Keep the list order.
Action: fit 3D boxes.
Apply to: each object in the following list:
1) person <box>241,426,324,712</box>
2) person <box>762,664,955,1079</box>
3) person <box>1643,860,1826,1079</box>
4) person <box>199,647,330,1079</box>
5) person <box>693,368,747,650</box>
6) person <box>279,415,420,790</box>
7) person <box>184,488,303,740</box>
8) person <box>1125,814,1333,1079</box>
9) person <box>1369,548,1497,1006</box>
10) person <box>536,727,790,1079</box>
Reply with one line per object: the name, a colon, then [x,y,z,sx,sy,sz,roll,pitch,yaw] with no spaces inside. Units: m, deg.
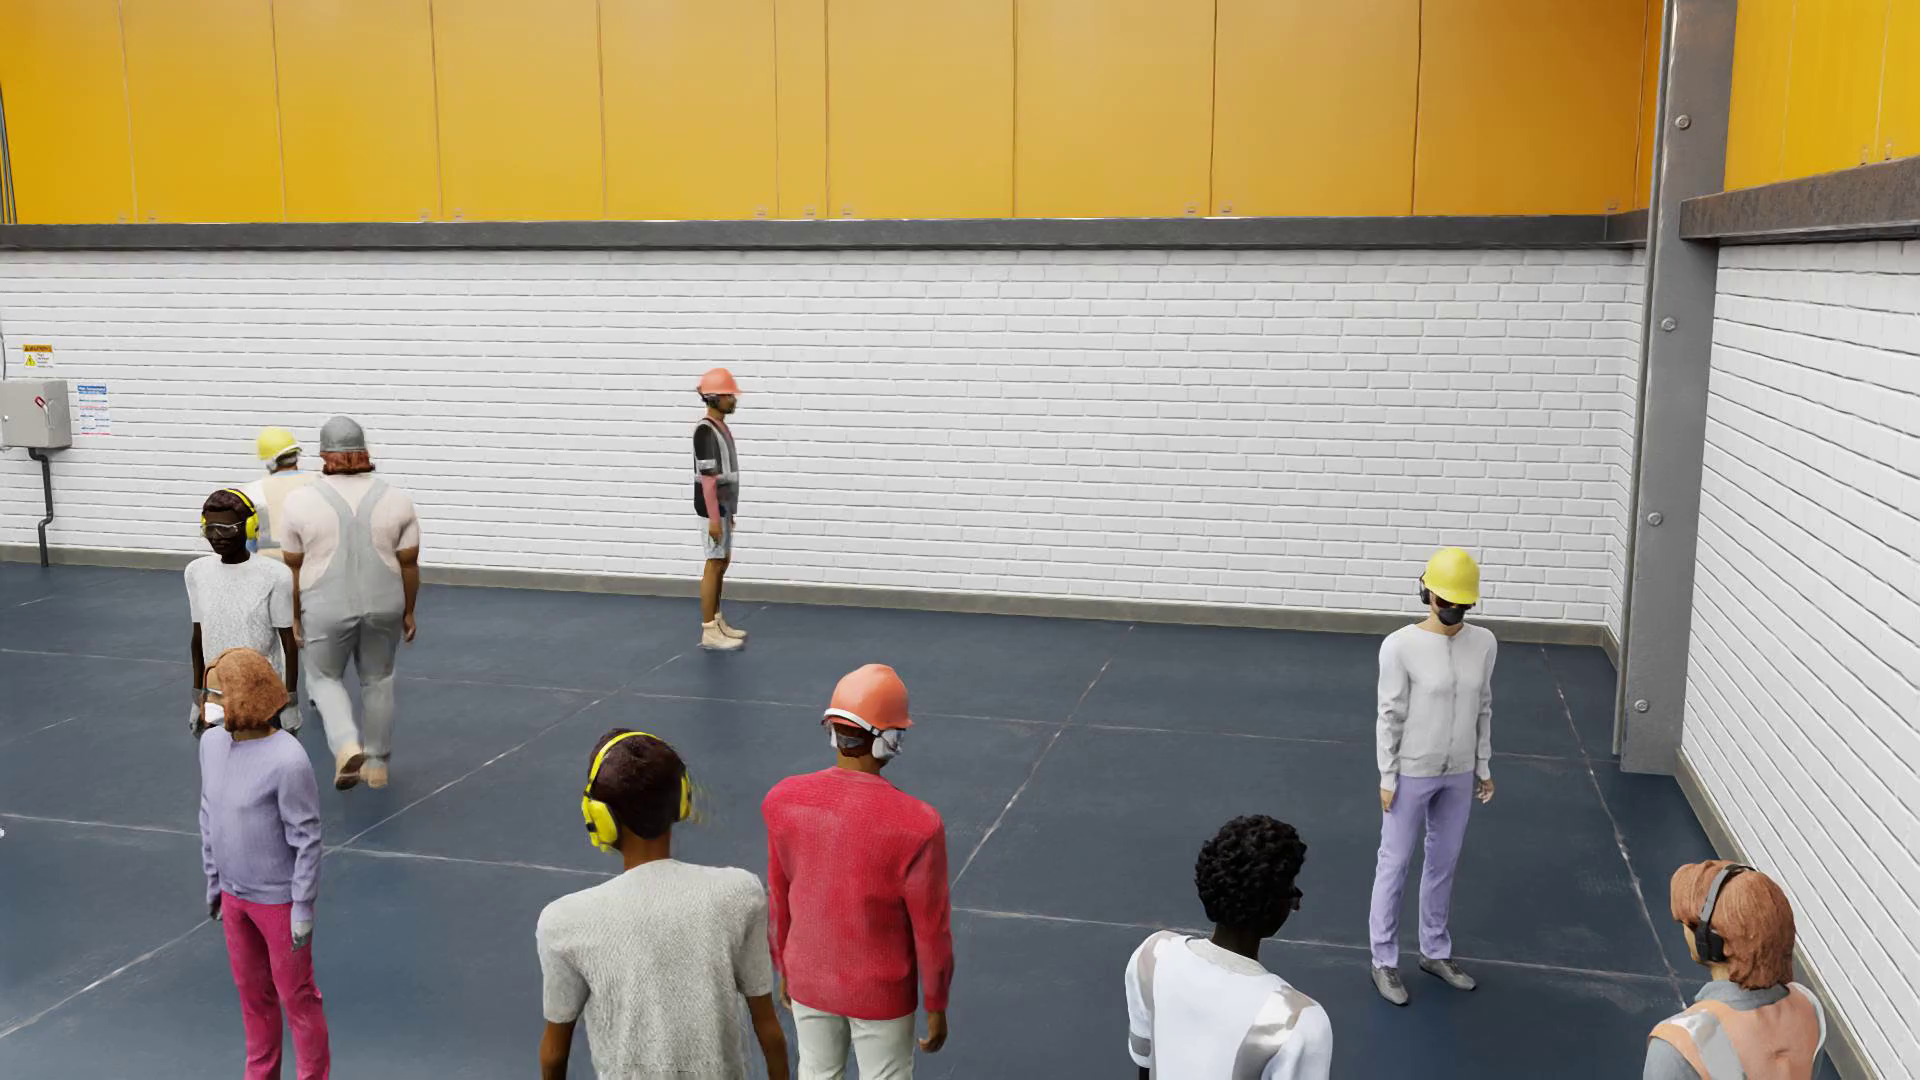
person: [-4.102,0.199,10.284,0.622,1.819,0.408,-4,10,-20]
person: [-0.269,1.198,4.608,0.571,1.739,0.355,5,11,26]
person: [1.558,1.456,3.411,0.508,1.630,0.316,-6,12,-33]
person: [-2.219,1.136,5.278,0.501,1.633,0.284,6,11,30]
person: [-1.728,-0.224,12.103,0.395,2.039,0.628,0,10,1]
person: [-3.199,0.340,8.769,0.694,2.000,0.634,-6,11,-31]
person: [-3.121,0.690,7.260,0.500,1.861,0.325,2,10,9]
person: [0.565,1.406,3.542,0.320,1.686,0.538,-8,13,-40]
person: [1.824,0.891,6.360,0.526,1.760,0.337,-4,10,-21]
person: [-0.670,1.308,3.680,0.521,1.829,0.839,-6,12,-33]
